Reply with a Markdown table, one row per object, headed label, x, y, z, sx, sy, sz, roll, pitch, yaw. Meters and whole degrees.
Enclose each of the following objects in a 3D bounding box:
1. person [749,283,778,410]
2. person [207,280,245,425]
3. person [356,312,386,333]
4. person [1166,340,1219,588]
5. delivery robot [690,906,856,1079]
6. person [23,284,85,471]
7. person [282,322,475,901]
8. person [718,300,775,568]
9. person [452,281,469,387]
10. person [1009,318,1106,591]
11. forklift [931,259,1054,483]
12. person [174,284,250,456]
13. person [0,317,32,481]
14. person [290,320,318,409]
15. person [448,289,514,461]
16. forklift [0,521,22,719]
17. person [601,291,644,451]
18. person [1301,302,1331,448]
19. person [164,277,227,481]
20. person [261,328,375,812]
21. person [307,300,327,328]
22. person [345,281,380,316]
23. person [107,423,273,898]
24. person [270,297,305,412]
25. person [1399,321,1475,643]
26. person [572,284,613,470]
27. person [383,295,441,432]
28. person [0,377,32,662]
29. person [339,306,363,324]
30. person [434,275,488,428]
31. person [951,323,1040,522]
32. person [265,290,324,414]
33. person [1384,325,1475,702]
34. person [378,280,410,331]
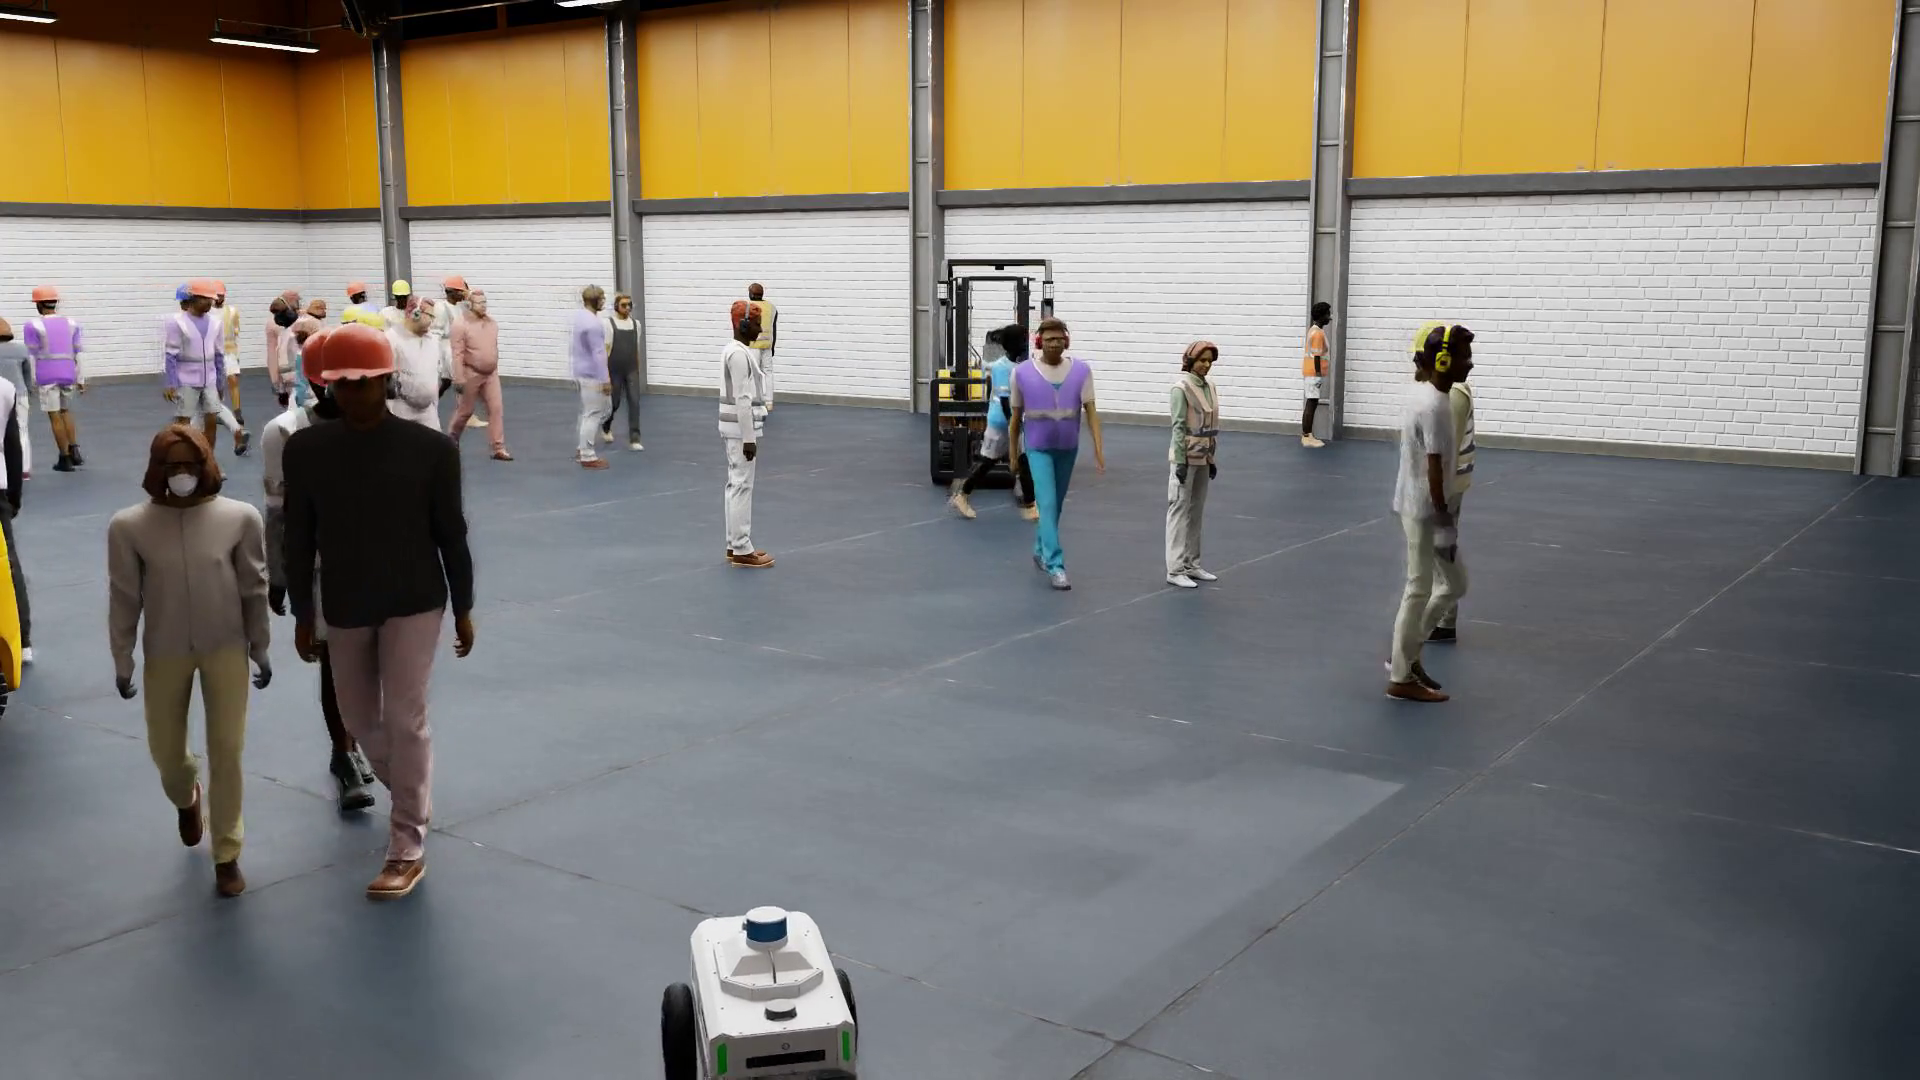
| label | x | y | z | sx | sy | sz | roll | pitch | yaw |
| --- | --- | --- | --- | --- | --- | --- | --- | --- | --- |
| person | -2.929 | -2.778 | 24.000 | 0.621 | 1.845 | 0.429 | -8 | 13 | -41 |
| person | -9.676 | -2.435 | 21.786 | 0.556 | 1.899 | 0.915 | -6 | 11 | -30 |
| person | -5.062 | -1.095 | 14.342 | 0.669 | 1.723 | 0.492 | 1 | 10 | 3 |
| person | 1.557 | -0.510 | 11.104 | 0.313 | 1.637 | 0.513 | 7 | 12 | 35 |
| delivery robot | -0.475 | 1.155 | 4.123 | 0.477 | 0.478 | 0.707 | -2 | 10 | -13 |
| person | -9.332 | -1.662 | 17.115 | 0.505 | 1.919 | 0.541 | 5 | 11 | 29 |
| person | -2.030 | 0.205 | 5.901 | 0.631 | 1.968 | 0.849 | 0 | 10 | -2 |
| person | -1.529 | -0.750 | 11.785 | 0.355 | 1.887 | 0.574 | -2 | 10 | -13 |
| person | -8.246 | -3.382 | 27.598 | 0.833 | 1.848 | 0.519 | 7 | 12 | 37 |
| person | 0.631 | -0.610 | 11.266 | 0.599 | 1.795 | 1.002 | -2 | 10 | -15 |
| forklift | 0.370 | -1.738 | 16.759 | 1.214 | 2.155 | 2.313 | 1 | 10 | 3 |
| person | -8.294 | -1.849 | 18.254 | 0.854 | 1.923 | 0.620 | 4 | 10 | 20 |
| person | -9.439 | -1.391 | 16.440 | 0.677 | 1.605 | 0.517 | 9 | 13 | 44 |
| person | -5.945 | -1.225 | 15.372 | 0.395 | 1.619 | 0.523 | 0 | 10 | 3 |
| person | -5.308 | -1.803 | 18.138 | 0.935 | 1.871 | 0.654 | 7 | 12 | 36 |
| forklift | -5.296 | -0.090 | 6.943 | 1.214 | 2.155 | 2.313 | 7 | 12 | 35 |
| person | -3.895 | -1.940 | 19.073 | 0.521 | 1.826 | 0.785 | -6 | 11 | -34 |
| person | 4.136 | -1.916 | 19.329 | 0.321 | 1.690 | 0.530 | 1 | 10 | 9 |
| person | -7.544 | -1.565 | 16.304 | 0.772 | 2.014 | 0.651 | 6 | 11 | 31 |
| person | -2.441 | 0.114 | 6.617 | 0.533 | 1.888 | 0.869 | -8 | 12 | -39 |
| person | -8.762 | -2.473 | 22.806 | 0.289 | 1.633 | 0.499 | -6 | 11 | -32 |
| person | -8.273 | -2.712 | 23.500 | 0.867 | 1.889 | 0.612 | 3 | 10 | 20 |
| person | -2.673 | 0.391 | 5.807 | 0.513 | 1.611 | 0.657 | -4 | 10 | -25 |
| person | -6.498 | -1.483 | 16.377 | 0.463 | 1.810 | 0.655 | -7 | 12 | -38 |
| person | 2.706 | -0.329 | 9.481 | 0.403 | 1.825 | 0.592 | 1 | 10 | 3 |
| person | -3.778 | -1.675 | 17.174 | 0.439 | 1.921 | 0.641 | -4 | 10 | -22 |
| person | -4.525 | -1.058 | 13.633 | 0.445 | 1.884 | 0.737 | 5 | 11 | 30 |
| person | -5.374 | -0.271 | 9.006 | 1.006 | 1.867 | 0.605 | 7 | 12 | 37 |
| person | -5.681 | -1.389 | 16.053 | 0.820 | 1.734 | 0.533 | 4 | 10 | 23 |
| person | -6.655 | -2.441 | 21.607 | 1.041 | 1.987 | 0.630 | 1 | 10 | 6 |
| person | 0.337 | -0.970 | 13.773 | 0.867 | 1.659 | 0.531 | 5 | 11 | 26 |
| person | -7.249 | -1.809 | 18.256 | 0.666 | 1.844 | 1.052 | -6 | 11 | -32 |
| person | 2.291 | -0.111 | 8.092 | 0.419 | 1.856 | 0.530 | 4 | 10 | 22 |
| person | -6.911 | -2.269 | 20.714 | 0.594 | 1.924 | 0.382 | -5 | 11 | -29 |
